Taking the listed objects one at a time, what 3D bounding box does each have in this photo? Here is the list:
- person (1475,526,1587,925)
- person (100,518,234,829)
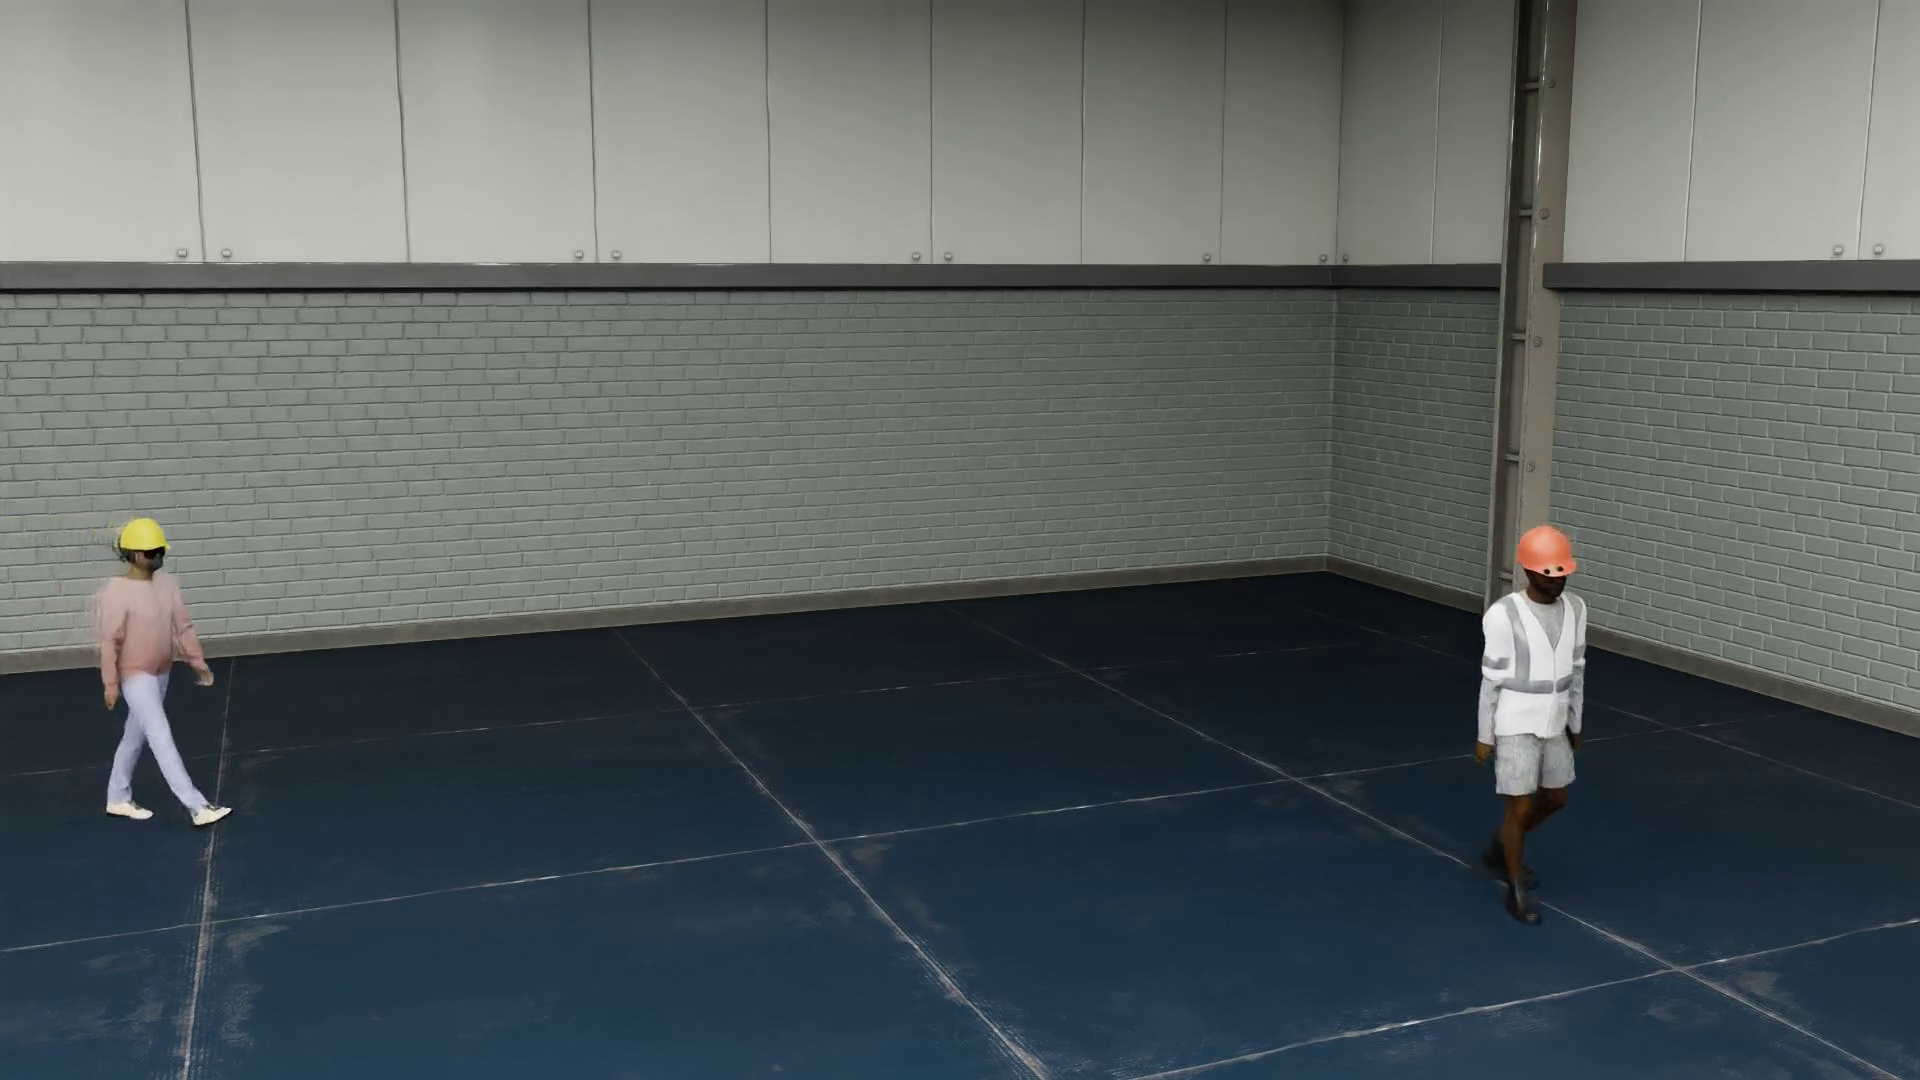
[{"bbox_3d":[2.666,0.845,7.863,0.580,1.904,0.664,-3,10,-20],"label":"person"},{"bbox_3d":[-4.379,0.734,9.098,0.905,1.718,0.540,2,9,11],"label":"person"}]
